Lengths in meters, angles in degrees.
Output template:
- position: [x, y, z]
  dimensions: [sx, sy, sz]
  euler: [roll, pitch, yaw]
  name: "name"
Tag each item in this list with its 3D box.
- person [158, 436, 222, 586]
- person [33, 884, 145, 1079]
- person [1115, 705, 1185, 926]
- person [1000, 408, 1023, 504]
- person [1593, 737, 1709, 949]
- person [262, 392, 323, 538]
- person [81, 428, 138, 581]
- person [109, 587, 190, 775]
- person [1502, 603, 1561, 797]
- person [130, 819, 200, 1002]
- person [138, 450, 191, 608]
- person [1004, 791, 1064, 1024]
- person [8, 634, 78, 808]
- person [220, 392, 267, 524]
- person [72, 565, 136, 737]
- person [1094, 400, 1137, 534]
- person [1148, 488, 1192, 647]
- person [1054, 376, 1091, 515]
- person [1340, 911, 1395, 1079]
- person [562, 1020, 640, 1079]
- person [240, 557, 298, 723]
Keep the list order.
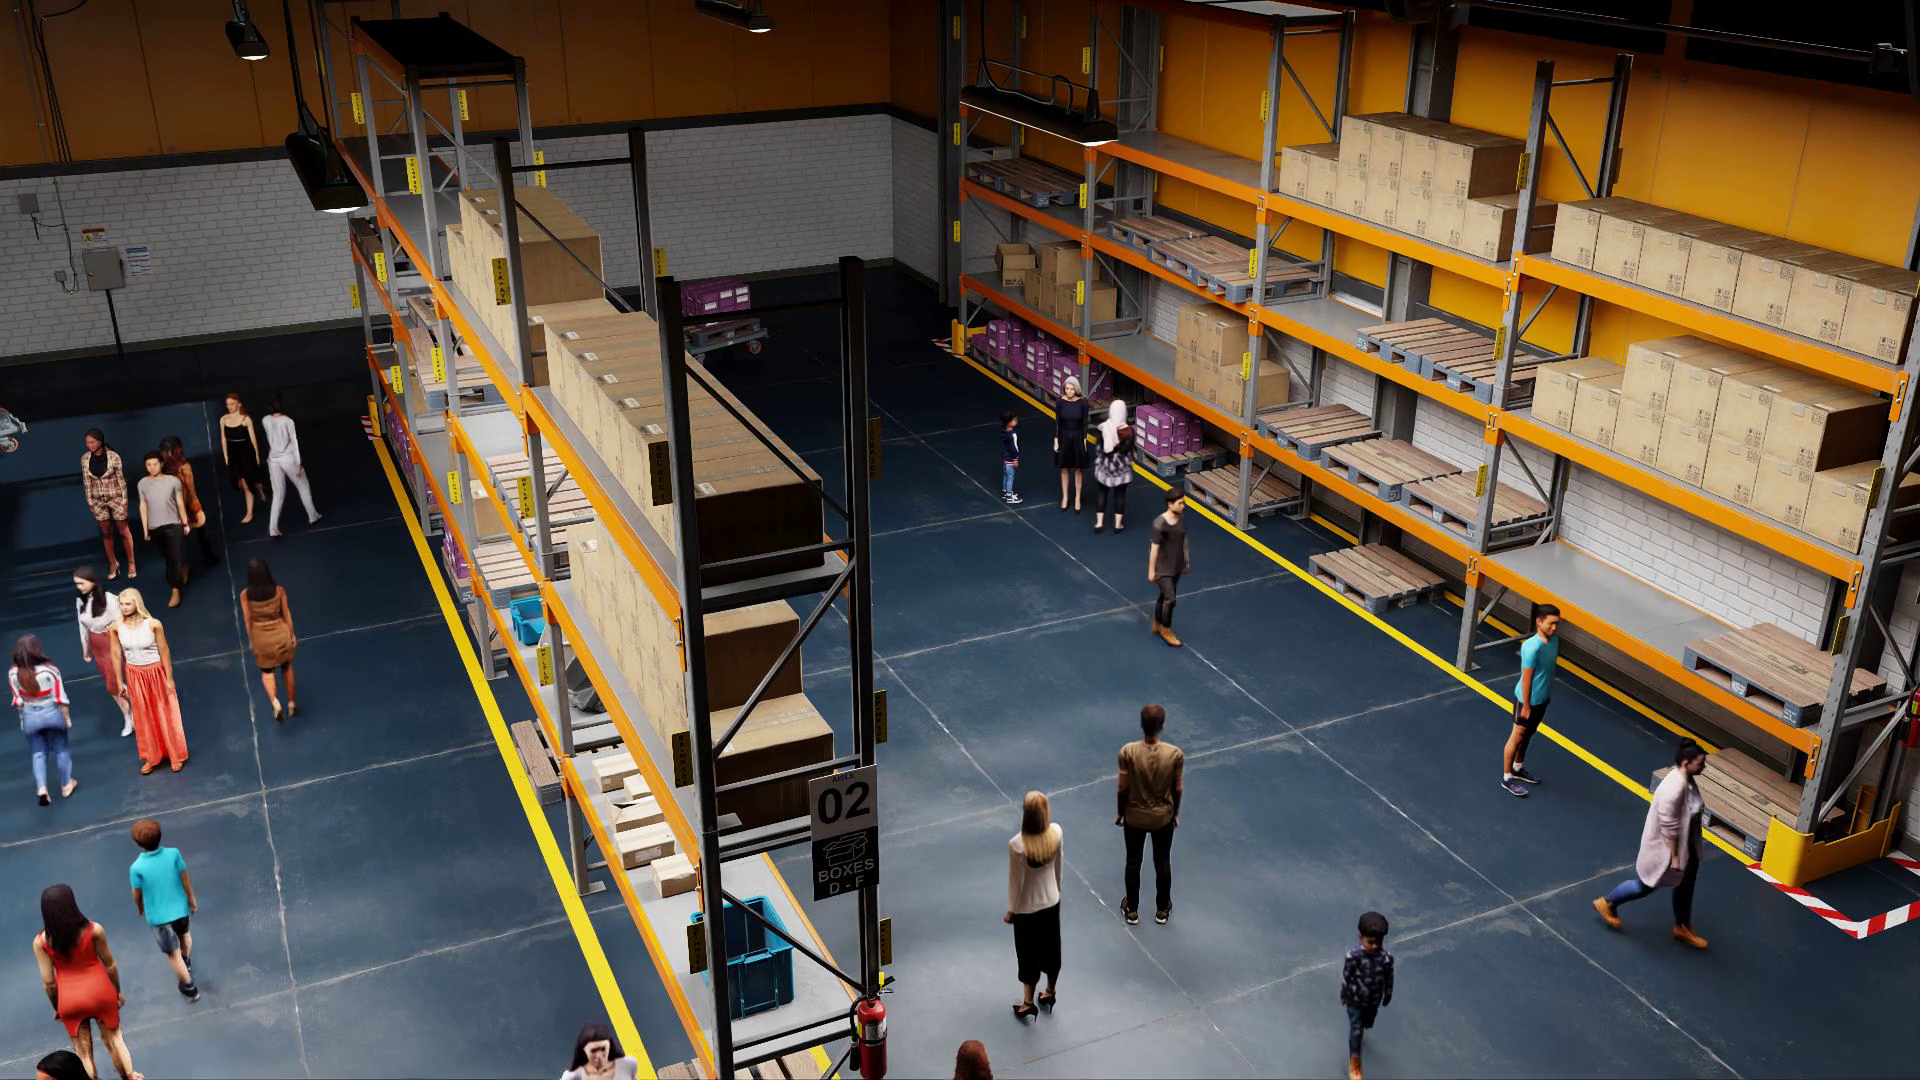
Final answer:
- position: [-8.703, -0.296, 18.480]
  dimensions: [1.121, 1.680, 1.278]
  euler: [3, 24, 7]
  name: "person"
- position: [-5.726, 2.999, 10.892]
  dimensions: [0.570, 1.721, 0.514]
  euler: [-11, 26, -23]
  name: "person"
- position: [1.448, 2.110, 12.769]
  dimensions: [0.744, 1.847, 0.742]
  euler: [2, 24, 4]
  name: "person"
- position: [0.628, -1.070, 20.823]
  dimensions: [0.611, 1.222, 0.467]
  euler: [-6, 24, -14]
  name: "person"
- position: [5.284, 2.273, 12.558]
  dimensions: [1.170, 1.716, 0.945]
  euler: [21, 31, 39]
  name: "person"
- position: [-8.056, -0.852, 19.692]
  dimensions: [0.977, 1.728, 1.170]
  euler: [4, 24, 8]
  name: "person"
- position: [-9.509, -0.407, 18.594]
  dimensions: [0.646, 1.793, 0.633]
  euler: [-3, 24, -8]
  name: "person"
- position: [-7.230, 1.238, 14.818]
  dimensions: [0.692, 1.802, 0.669]
  euler: [-4, 24, -8]
  name: "person"
- position: [4.998, 1.365, 14.561]
  dimensions: [0.675, 1.776, 0.641]
  euler: [-22, 32, -40]
  name: "person"
- position: [-5.679, 2.684, 11.976]
  dimensions: [0.890, 1.429, 0.714]
  euler: [19, 30, 37]
  name: "person"
- position: [-8.684, -0.188, 18.221]
  dimensions: [0.863, 1.690, 1.186]
  euler: [-2, 24, -5]
  name: "person"
- position: [0.530, 2.574, 11.693]
  dimensions: [0.641, 1.858, 0.559]
  euler: [-14, 27, -29]
  name: "person"
- position: [-7.901, 1.577, 14.298]
  dimensions: [0.705, 1.598, 0.894]
  euler: [-5, 24, -11]
  name: "person"
- position: [-8.713, -1.046, 20.291]
  dimensions: [0.832, 1.604, 1.021]
  euler: [0, 24, 0]
  name: "person"
- position: [-7.847, 1.001, 15.439]
  dimensions: [0.710, 1.740, 0.768]
  euler: [7, 25, 16]
  name: "person"
- position: [1.839, -0.869, 19.866]
  dimensions: [0.746, 1.620, 0.776]
  euler: [2, 24, 5]
  name: "person"
- position: [2.097, 0.231, 17.251]
  dimensions: [0.810, 1.700, 0.765]
  euler: [20, 31, 39]
  name: "person"
- position: [1.368, -1.178, 20.421]
  dimensions: [0.709, 1.743, 0.738]
  euler: [4, 24, 8]
  name: "person"
- position: [2.763, 3.057, 11.365]
  dimensions: [0.716, 1.235, 0.875]
  euler: [1, 24, 2]
  name: "person"
- position: [-2.101, 3.495, 9.815]
  dimensions: [0.588, 1.674, 0.800]
  euler: [-11, 26, -24]
  name: "person"
- position: [-6.455, 0.983, 15.575]
  dimensions: [0.573, 1.664, 0.834]
  euler: [-9, 25, -19]
  name: "person"
